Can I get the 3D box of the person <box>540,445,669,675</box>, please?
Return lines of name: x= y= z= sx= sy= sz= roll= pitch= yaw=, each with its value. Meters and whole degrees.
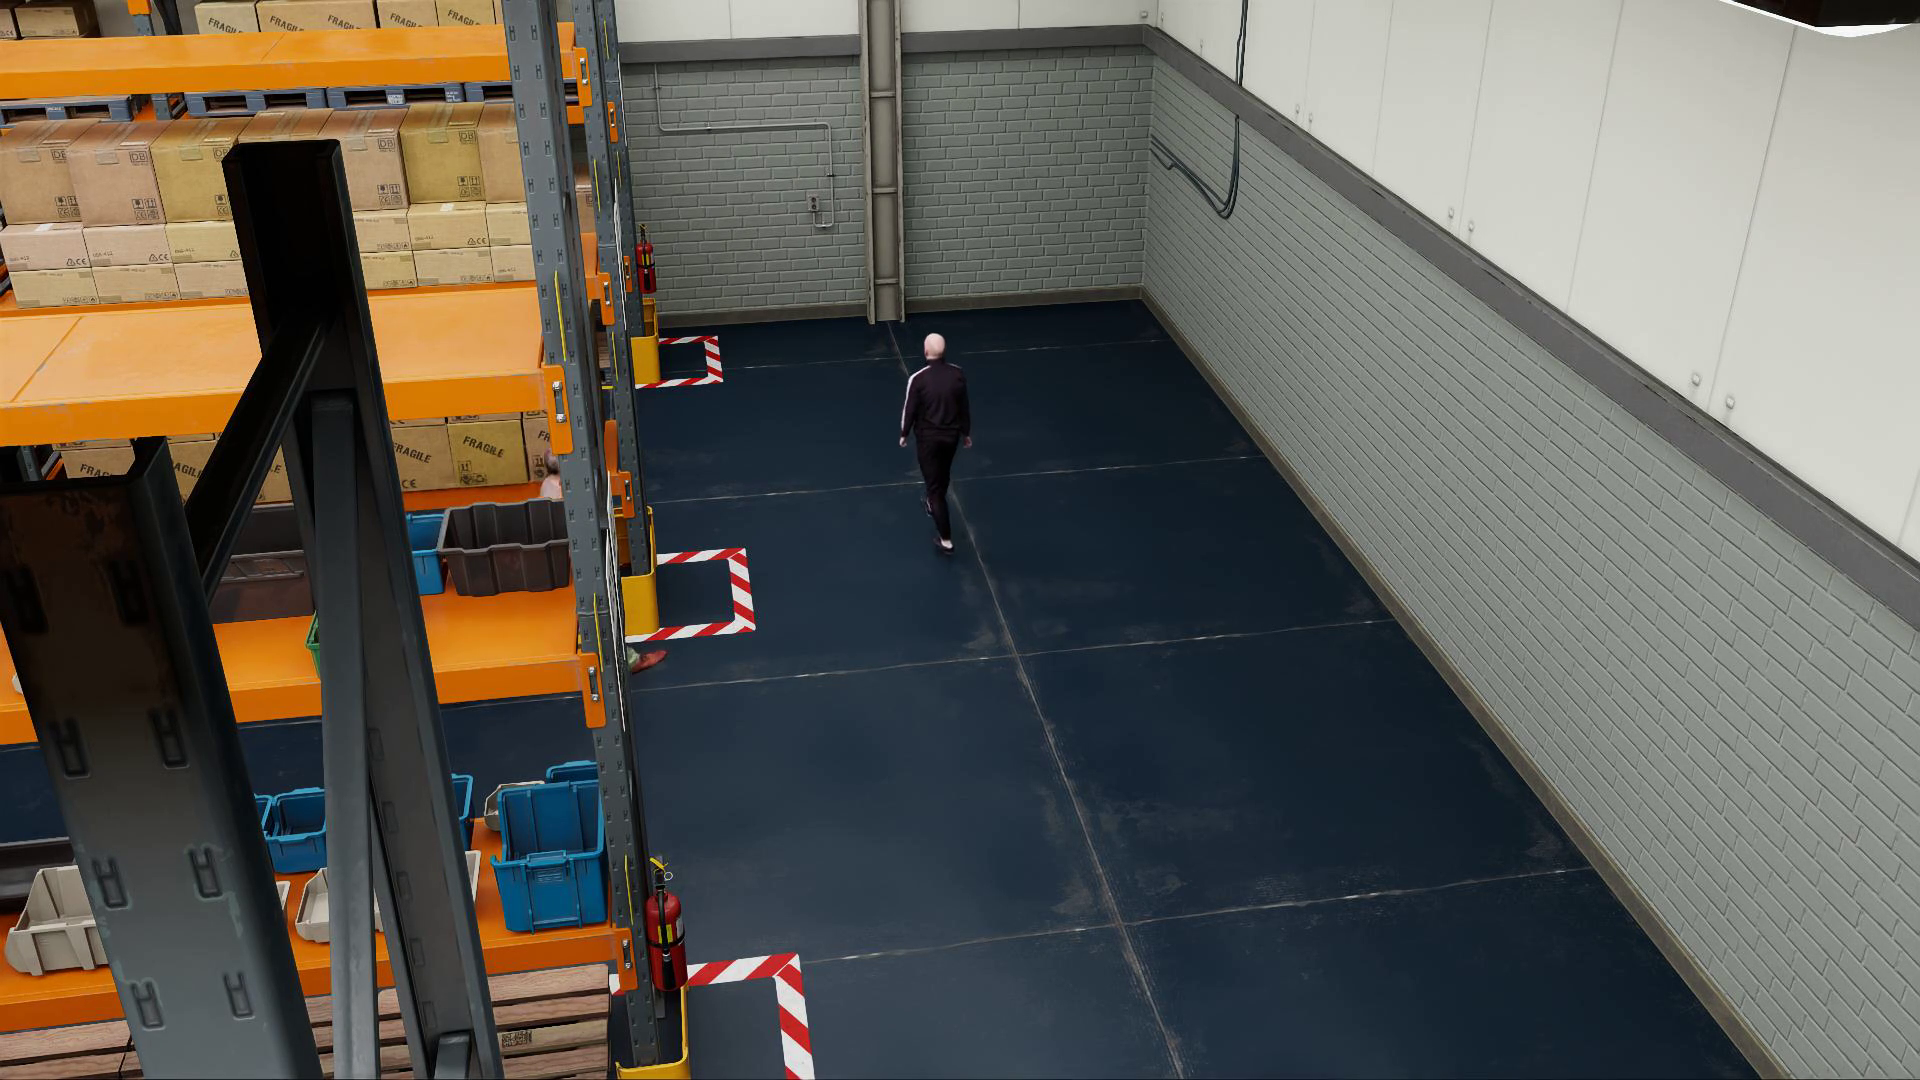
person: x=-2.847 y=0.219 z=11.551 sx=1.251 sy=1.817 sz=0.795 roll=-7 pitch=29 yaw=-14

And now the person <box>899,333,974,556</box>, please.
person: x=-0.135 y=-0.726 z=13.350 sx=1.158 sy=1.793 sz=0.979 roll=-13 pitch=31 yaw=-22
